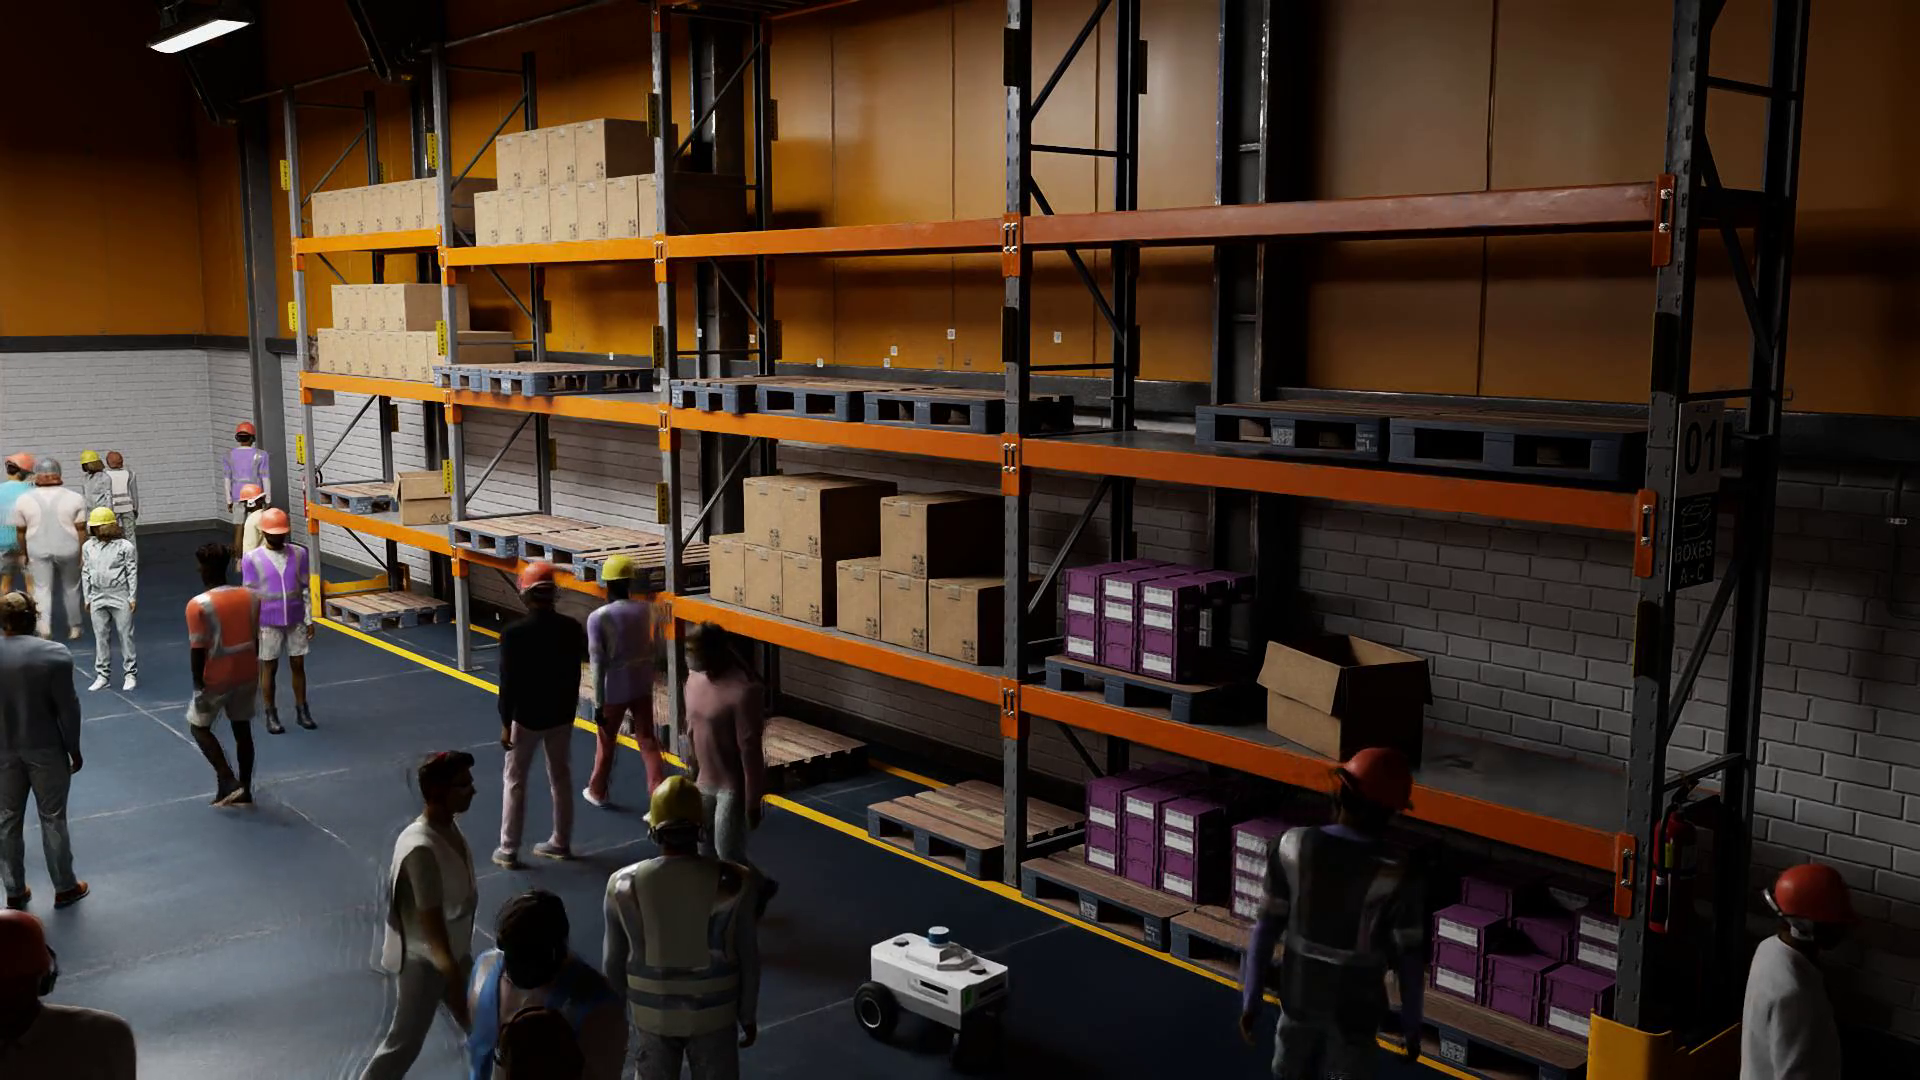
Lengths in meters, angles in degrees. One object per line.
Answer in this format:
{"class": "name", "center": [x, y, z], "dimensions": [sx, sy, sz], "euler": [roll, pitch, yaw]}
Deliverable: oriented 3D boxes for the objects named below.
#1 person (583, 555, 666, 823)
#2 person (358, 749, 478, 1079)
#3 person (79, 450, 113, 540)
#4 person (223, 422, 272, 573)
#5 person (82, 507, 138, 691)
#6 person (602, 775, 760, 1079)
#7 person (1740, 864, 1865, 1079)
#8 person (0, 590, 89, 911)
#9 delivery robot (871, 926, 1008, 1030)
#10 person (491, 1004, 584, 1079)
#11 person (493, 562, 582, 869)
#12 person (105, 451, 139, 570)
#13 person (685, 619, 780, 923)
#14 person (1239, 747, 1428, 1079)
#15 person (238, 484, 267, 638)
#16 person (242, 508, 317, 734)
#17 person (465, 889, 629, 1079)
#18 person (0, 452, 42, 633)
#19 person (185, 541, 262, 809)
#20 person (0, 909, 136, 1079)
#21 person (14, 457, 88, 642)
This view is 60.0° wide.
{"class": "person", "center": [-2.348, 1.039, 11.718], "dimensions": [0.599, 1.875, 1.008], "euler": [-7, 10, -39]}
{"class": "person", "center": [-2.223, 1.763, 6.961], "dimensions": [0.967, 1.801, 0.571], "euler": [0, 8, -1]}
{"class": "person", "center": [-11.182, -0.304, 21.539], "dimensions": [0.490, 1.730, 0.324], "euler": [3, 9, 20]}
{"class": "person", "center": [-9.560, -0.572, 22.368], "dimensions": [0.604, 2.034, 0.417], "euler": [-1, 8, -5]}
{"class": "person", "center": [-7.948, 0.552, 15.550], "dimensions": [0.489, 1.739, 0.323], "euler": [0, 8, -3]}
{"class": "person", "center": [-1.080, 1.822, 6.479], "dimensions": [0.610, 1.821, 0.415], "euler": [0, 8, -1]}
{"class": "person", "center": [2.871, 1.958, 5.731], "dimensions": [0.342, 1.748, 0.573], "euler": [3, 9, 20]}
{"class": "person", "center": [-5.586, 1.260, 9.957], "dimensions": [0.627, 1.935, 0.371], "euler": [-2, 8, -11]}
{"class": "delivery robot", "center": [-0.104, 2.152, 8.197], "dimensions": [0.707, 0.478, 0.477], "euler": [7, 11, 42]}
{"class": "person", "center": [-1.228, 2.140, 4.866], "dimensions": [0.284, 1.636, 0.500], "euler": [-5, 10, -32]}
{"class": "person", "center": [-2.746, 1.132, 10.768], "dimensions": [0.625, 1.980, 0.523], "euler": [-8, 11, -44]}
{"class": "person", "center": [-11.288, -0.371, 22.313], "dimensions": [0.309, 1.639, 0.523], "euler": [8, 11, 43]}
{"class": "person", "center": [-1.232, 1.372, 9.306], "dimensions": [0.689, 1.912, 0.719], "euler": [-7, 11, -41]}
{"class": "person", "center": [1.431, 1.757, 6.288], "dimensions": [0.634, 1.993, 0.553], "euler": [6, 10, 34]}
{"class": "person", "center": [-7.367, 0.278, 17.455], "dimensions": [0.355, 1.737, 0.578], "euler": [0, 8, -2]}
{"class": "person", "center": [-5.736, 0.678, 14.045], "dimensions": [0.550, 1.925, 0.391], "euler": [-7, 11, -40]}
{"class": "person", "center": [-1.332, 1.979, 5.406], "dimensions": [0.652, 1.810, 0.469], "euler": [4, 9, 27]}
{"class": "person", "center": [-10.372, 0.041, 18.265], "dimensions": [0.632, 1.988, 0.783], "euler": [-3, 9, -17]}
{"class": "person", "center": [-5.252, 0.971, 11.888], "dimensions": [0.413, 1.948, 0.621], "euler": [5, 9, 30]}
{"class": "person", "center": [-2.630, 1.990, 4.714], "dimensions": [0.616, 1.986, 0.407], "euler": [-4, 9, -24]}
{"class": "person", "center": [-9.640, 0.093, 17.702], "dimensions": [0.687, 2.000, 0.870], "euler": [-3, 9, -21]}
